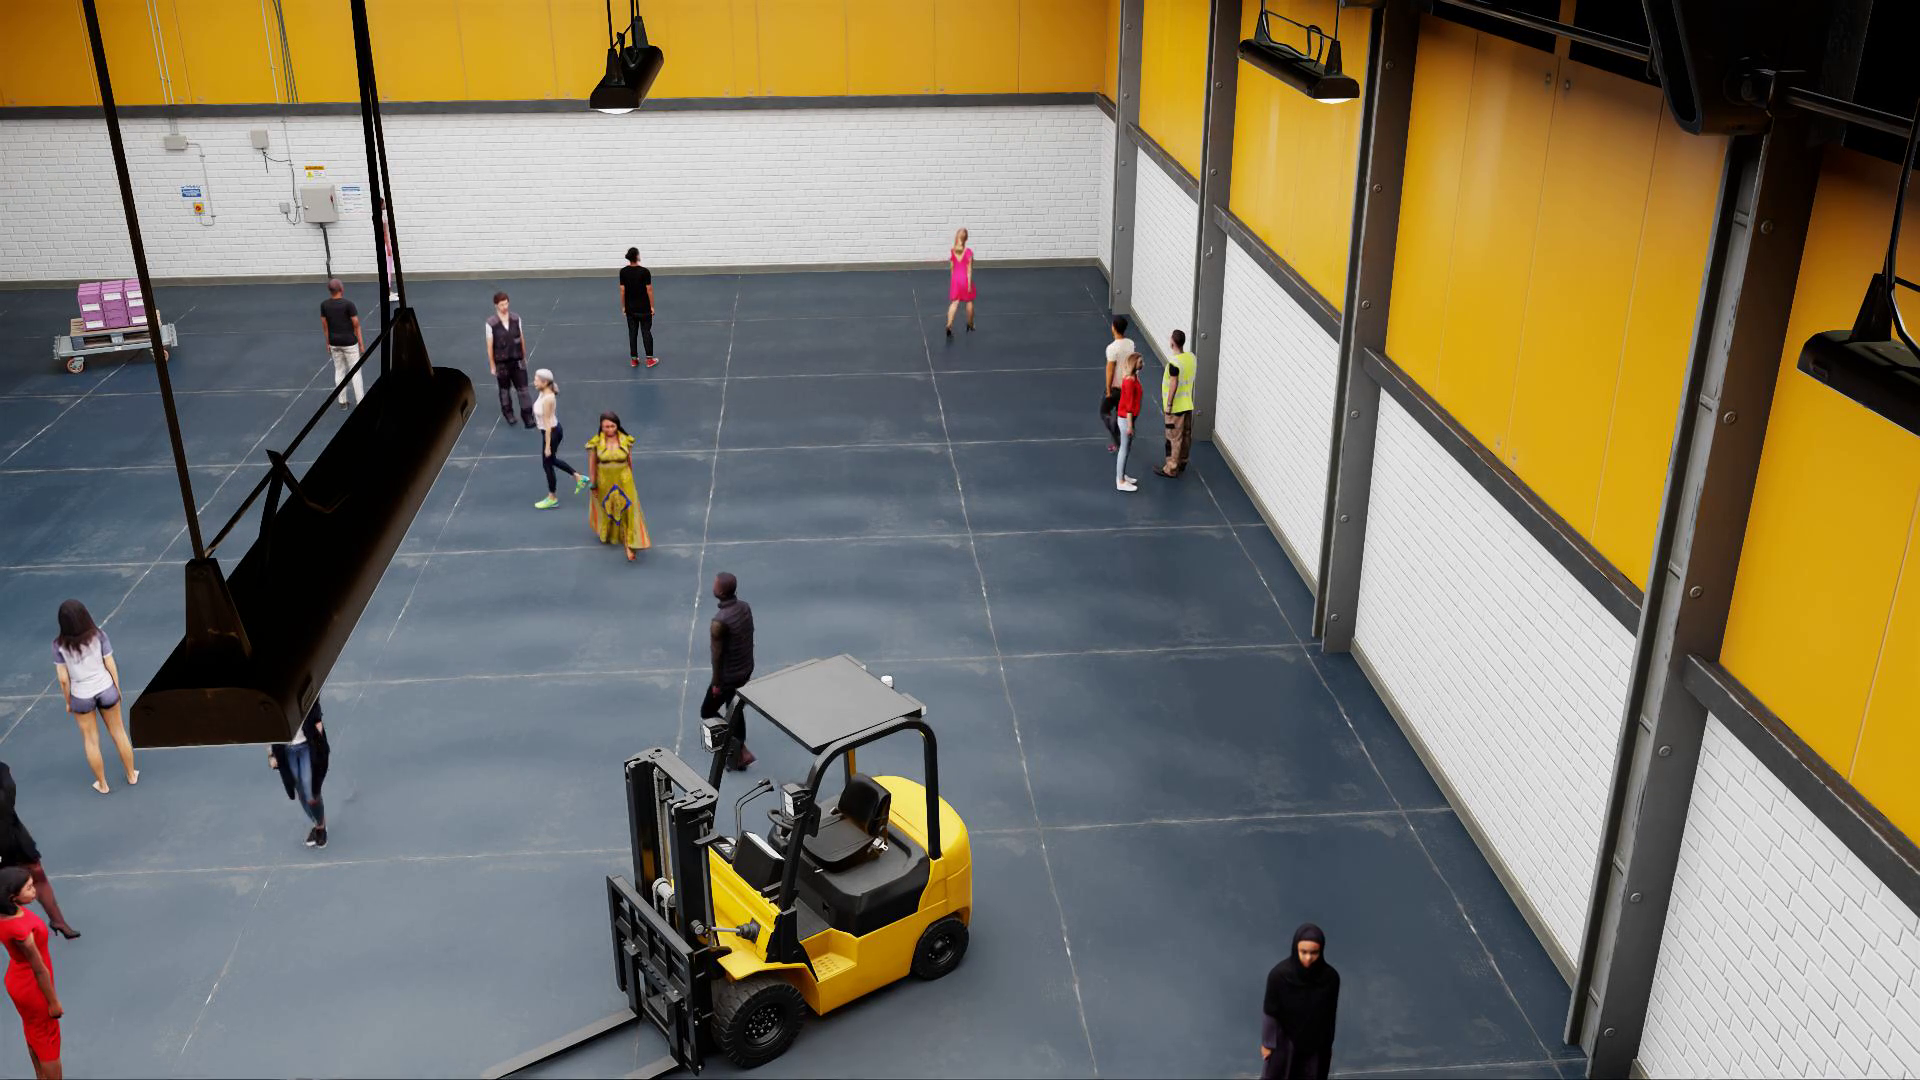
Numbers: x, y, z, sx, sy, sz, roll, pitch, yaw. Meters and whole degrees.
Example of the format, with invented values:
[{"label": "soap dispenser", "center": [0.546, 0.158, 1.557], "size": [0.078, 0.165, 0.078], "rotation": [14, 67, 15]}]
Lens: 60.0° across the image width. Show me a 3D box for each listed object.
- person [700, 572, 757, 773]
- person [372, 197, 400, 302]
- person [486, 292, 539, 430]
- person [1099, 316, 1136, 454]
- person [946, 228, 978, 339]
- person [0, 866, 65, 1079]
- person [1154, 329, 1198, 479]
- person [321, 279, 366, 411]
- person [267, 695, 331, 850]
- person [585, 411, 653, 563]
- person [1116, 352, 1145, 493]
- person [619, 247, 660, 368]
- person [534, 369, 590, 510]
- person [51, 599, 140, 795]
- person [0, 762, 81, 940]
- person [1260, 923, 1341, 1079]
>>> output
[{"label": "person", "center": [-1.853, 1.132, 13.873], "size": [0.907, 1.830, 0.787], "rotation": [9, 25, 19]}, {"label": "person", "center": [-9.588, -4.863, 27.699], "size": [0.702, 1.741, 0.568], "rotation": [-12, 26, -25]}, {"label": "person", "center": [-5.978, -2.366, 21.895], "size": [0.999, 1.815, 1.208], "rotation": [-14, 27, -29]}, {"label": "person", "center": [2.056, -1.904, 20.875], "size": [0.795, 1.784, 0.843], "rotation": [-20, 31, -38]}, {"label": "person", "center": [-0.032, -3.924, 25.622], "size": [0.949, 1.684, 1.088], "rotation": [14, 27, 29]}, {"label": "person", "center": [-5.694, 2.773, 10.225], "size": [0.706, 1.746, 0.627], "rotation": [-22, 32, -40]}, {"label": "person", "center": [2.655, -1.676, 20.278], "size": [0.922, 1.845, 0.859], "rotation": [17, 29, 34]}, {"label": "person", "center": [-8.365, -2.657, 22.573], "size": [0.687, 1.804, 0.620], "rotation": [1, 24, 2]}, {"label": "person", "center": [-5.131, 1.605, 12.988], "size": [0.646, 1.673, 0.666], "rotation": [-1, 24, -3]}, {"label": "person", "center": [-3.817, -0.637, 18.194], "size": [0.976, 1.612, 1.305], "rotation": [-9, 25, -20]}, {"label": "person", "center": [2.011, -1.434, 19.901], "size": [0.714, 1.704, 0.521], "rotation": [3, 24, 7]}, {"label": "person", "center": [-4.719, -3.411, 24.360], "size": [0.665, 1.755, 0.589], "rotation": [2, 24, 5]}, {"label": "person", "center": [-4.683, -1.192, 19.359], "size": [0.757, 1.694, 0.862], "rotation": [-6, 24, -13]}, {"label": "person", "center": [-7.125, 1.276, 13.665], "size": [0.661, 1.733, 0.667], "rotation": [-15, 28, -31]}, {"label": "person", "center": [-6.871, 2.148, 11.763], "size": [0.817, 1.659, 1.077], "rotation": [2, 24, 6]}, {"label": "person", "center": [2.027, 2.975, 9.926], "size": [0.619, 1.615, 0.605], "rotation": [0, 24, 1]}]
